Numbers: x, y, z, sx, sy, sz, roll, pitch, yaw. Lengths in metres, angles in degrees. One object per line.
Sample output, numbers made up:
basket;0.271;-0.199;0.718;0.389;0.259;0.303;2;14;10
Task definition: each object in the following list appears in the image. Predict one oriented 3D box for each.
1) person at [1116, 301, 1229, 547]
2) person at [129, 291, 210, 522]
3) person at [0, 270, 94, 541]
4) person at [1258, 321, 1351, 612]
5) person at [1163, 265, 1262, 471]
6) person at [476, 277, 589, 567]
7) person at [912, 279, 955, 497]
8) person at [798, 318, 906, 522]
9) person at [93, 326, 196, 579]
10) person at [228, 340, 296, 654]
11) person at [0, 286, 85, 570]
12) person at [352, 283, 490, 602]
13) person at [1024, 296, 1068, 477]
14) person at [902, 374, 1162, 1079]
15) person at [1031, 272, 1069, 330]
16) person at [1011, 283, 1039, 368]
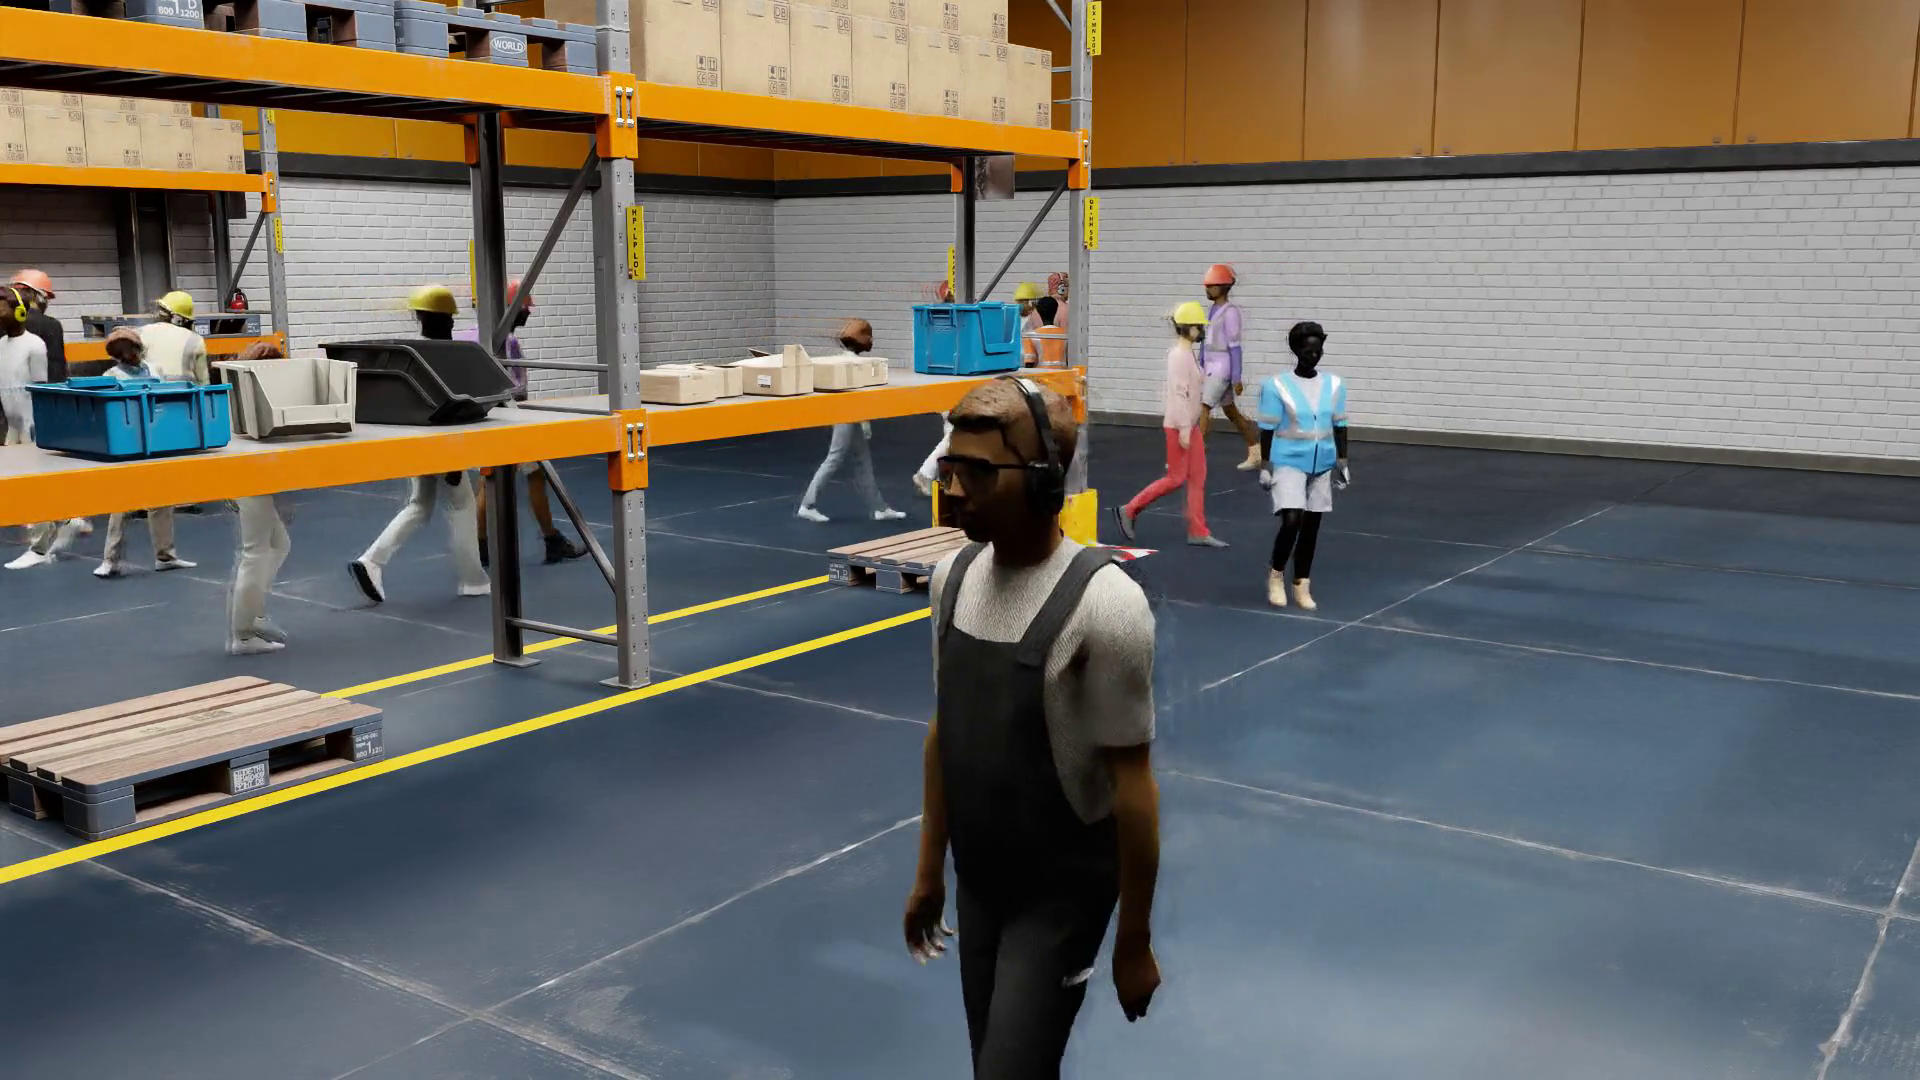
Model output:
person;1.521;-0.808;11.723;0.723;1.746;0.531;3;10;19
person;-6.217;-1.038;12.991;0.672;1.787;0.405;-4;10;-24
person;-6.671;-0.969;12.081;0.651;1.951;0.535;3;10;15
person;1.983;-0.413;9.575;0.535;1.684;0.374;-3;10;-17
person;2.509;-1.626;15.897;1.061;1.998;0.612;-1;10;-6
person;-2.885;-0.773;11.034;0.890;1.900;0.566;-5;11;-28
person;-0.084;-1.244;13.973;0.424;1.872;0.578;3;10;16
person;-0.868;-0.920;12.898;0.857;1.590;0.504;-2;10;-9
person;-5.269;-0.563;10.663;0.348;1.614;0.634;3;10;17
person;-3.671;-0.225;8.652;0.457;1.609;0.615;-9;13;-42
person;-6.144;-0.742;10.997;0.544;1.858;0.476;7;12;35
person;-3.153;-0.565;9.843;0.598;1.900;0.864;9;13;43
person;0.831;-1.422;15.538;0.529;1.694;0.321;-3;10;-18
person;0.105;0.627;2.907;0.406;1.831;0.516;-6;11;-33
person;0.997;-1.749;16.858;0.407;1.908;0.641;-6;11;-32
person;0.709;-1.808;17.575;0.921;1.785;0.603;-7;12;-37
